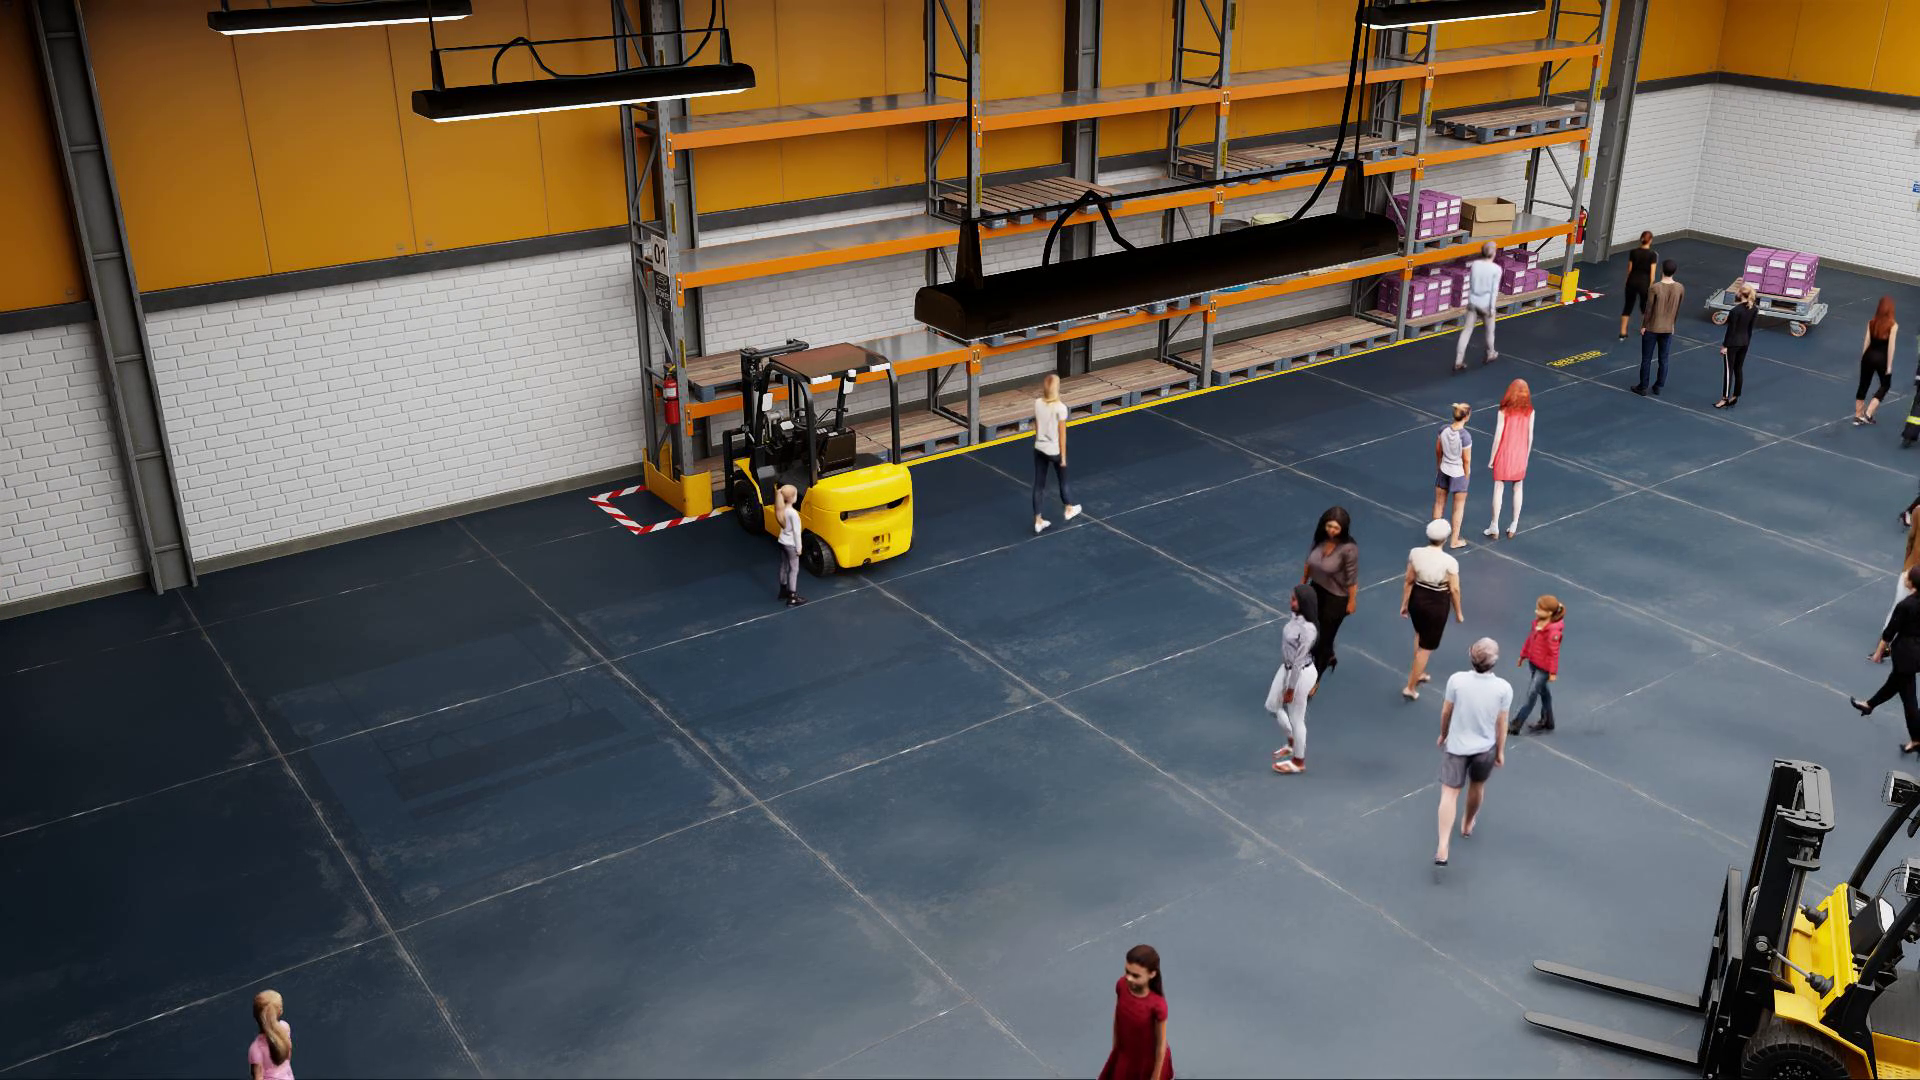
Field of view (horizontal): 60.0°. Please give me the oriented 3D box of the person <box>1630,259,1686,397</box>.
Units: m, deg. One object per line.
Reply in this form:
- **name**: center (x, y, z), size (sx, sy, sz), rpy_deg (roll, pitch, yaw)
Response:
- **person**: center (9.564, -2.908, 22.748), size (0.685, 1.889, 0.801), rpy_deg (-2, 24, -5)

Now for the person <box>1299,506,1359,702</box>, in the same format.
- **person**: center (3.397, 0.510, 15.038), size (0.966, 1.801, 0.748), rpy_deg (-12, 26, -25)

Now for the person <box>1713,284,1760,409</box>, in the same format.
- **person**: center (10.384, -2.581, 22.228), size (0.544, 1.705, 0.718), rpy_deg (-9, 25, -20)

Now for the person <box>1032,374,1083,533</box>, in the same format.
- **person**: center (0.939, -0.927, 18.341), size (0.825, 1.788, 1.039), rpy_deg (16, 28, 32)

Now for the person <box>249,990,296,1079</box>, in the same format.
- **person**: center (-3.951, 3.184, 9.598), size (0.690, 1.258, 0.634), rpy_deg (-2, 24, -5)

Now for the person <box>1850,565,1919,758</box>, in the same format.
- **person**: center (8.058, 1.066, 14.013), size (1.120, 1.603, 0.918), rpy_deg (-6, 24, -13)

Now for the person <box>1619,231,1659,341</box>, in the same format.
- **person**: center (10.228, -3.815, 25.149), size (0.784, 1.627, 1.121), rpy_deg (20, 30, 38)

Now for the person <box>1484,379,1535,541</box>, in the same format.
- **person**: center (6.023, -0.884, 18.193), size (0.622, 1.827, 0.732), rpy_deg (-1, 24, -3)

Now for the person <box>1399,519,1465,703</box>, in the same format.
- **person**: center (4.110, 0.664, 14.768), size (0.815, 1.735, 0.684), rpy_deg (-20, 31, -38)

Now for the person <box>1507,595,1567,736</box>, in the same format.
- **person**: center (5.087, 1.081, 14.360), size (0.888, 1.297, 0.755), rpy_deg (-3, 24, -6)

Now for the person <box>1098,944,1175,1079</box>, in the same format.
- **person**: center (1.091, 2.973, 9.729), size (0.679, 1.540, 0.846), rpy_deg (18, 29, 35)

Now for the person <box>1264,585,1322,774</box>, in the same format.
- **person**: center (2.856, 1.152, 13.675), size (0.745, 1.715, 0.709), rpy_deg (-1, 24, -3)

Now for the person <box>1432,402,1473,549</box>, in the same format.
- **person**: center (5.356, -0.717, 18.053), size (0.528, 1.633, 0.591), rpy_deg (-18, 29, -35)

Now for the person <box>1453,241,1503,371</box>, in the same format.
- **person**: center (7.354, -3.290, 23.675), size (0.875, 1.844, 1.310), rpy_deg (19, 30, 37)

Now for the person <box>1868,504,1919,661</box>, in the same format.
- **person**: center (9.115, 0.286, 15.581), size (1.170, 1.776, 0.638), rpy_deg (-15, 28, -31)

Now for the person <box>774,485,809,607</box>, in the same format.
- **person**: center (-1.733, 0.038, 16.772), size (0.495, 1.277, 0.482), rpy_deg (-17, 29, -34)

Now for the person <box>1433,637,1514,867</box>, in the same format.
- **person**: center (3.811, 1.623, 12.498), size (1.094, 1.795, 1.266), rpy_deg (8, 25, 18)

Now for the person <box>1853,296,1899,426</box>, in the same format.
- **person**: center (11.819, -2.295, 21.555), size (0.578, 1.721, 0.620), rpy_deg (-12, 27, -26)
